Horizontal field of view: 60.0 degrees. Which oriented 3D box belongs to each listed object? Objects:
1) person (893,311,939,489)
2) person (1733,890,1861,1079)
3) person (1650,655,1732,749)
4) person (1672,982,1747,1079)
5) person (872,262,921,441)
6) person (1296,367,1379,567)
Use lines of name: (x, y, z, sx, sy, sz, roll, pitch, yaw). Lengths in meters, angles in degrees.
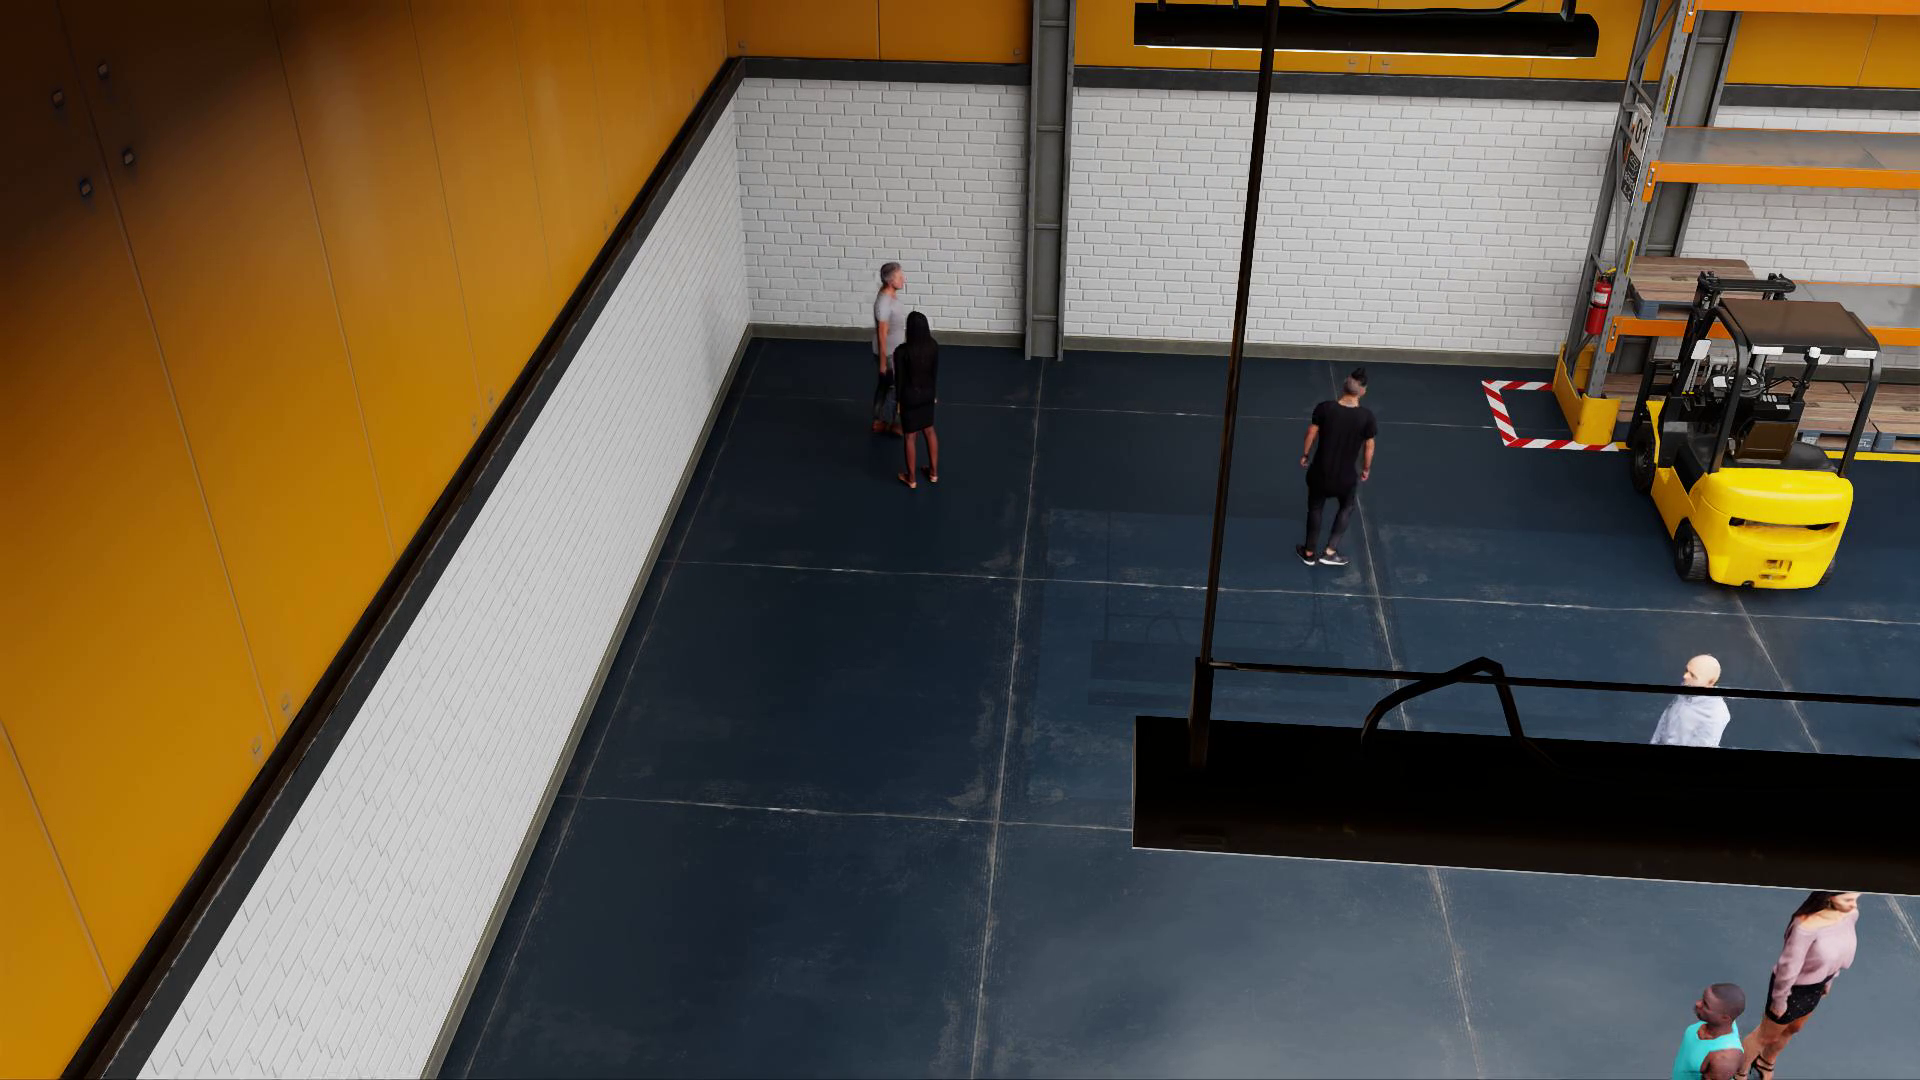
person: (-0.389, -1.283, 15.046, 0.648, 1.722, 0.728, -21, 39, -29)
person: (4.665, 2.492, 9.287, 0.634, 1.810, 0.755, -14, 36, -20)
person: (4.765, 1.490, 10.856, 1.280, 1.741, 0.770, -2, 34, -2)
person: (3.882, 2.984, 8.584, 1.114, 1.769, 0.656, 4, 34, 6)
person: (-0.761, -1.785, 15.723, 0.717, 1.808, 0.717, 0, 34, 0)
person: (3.154, -0.599, 13.904, 0.620, 1.848, 0.837, -2, 34, -3)
